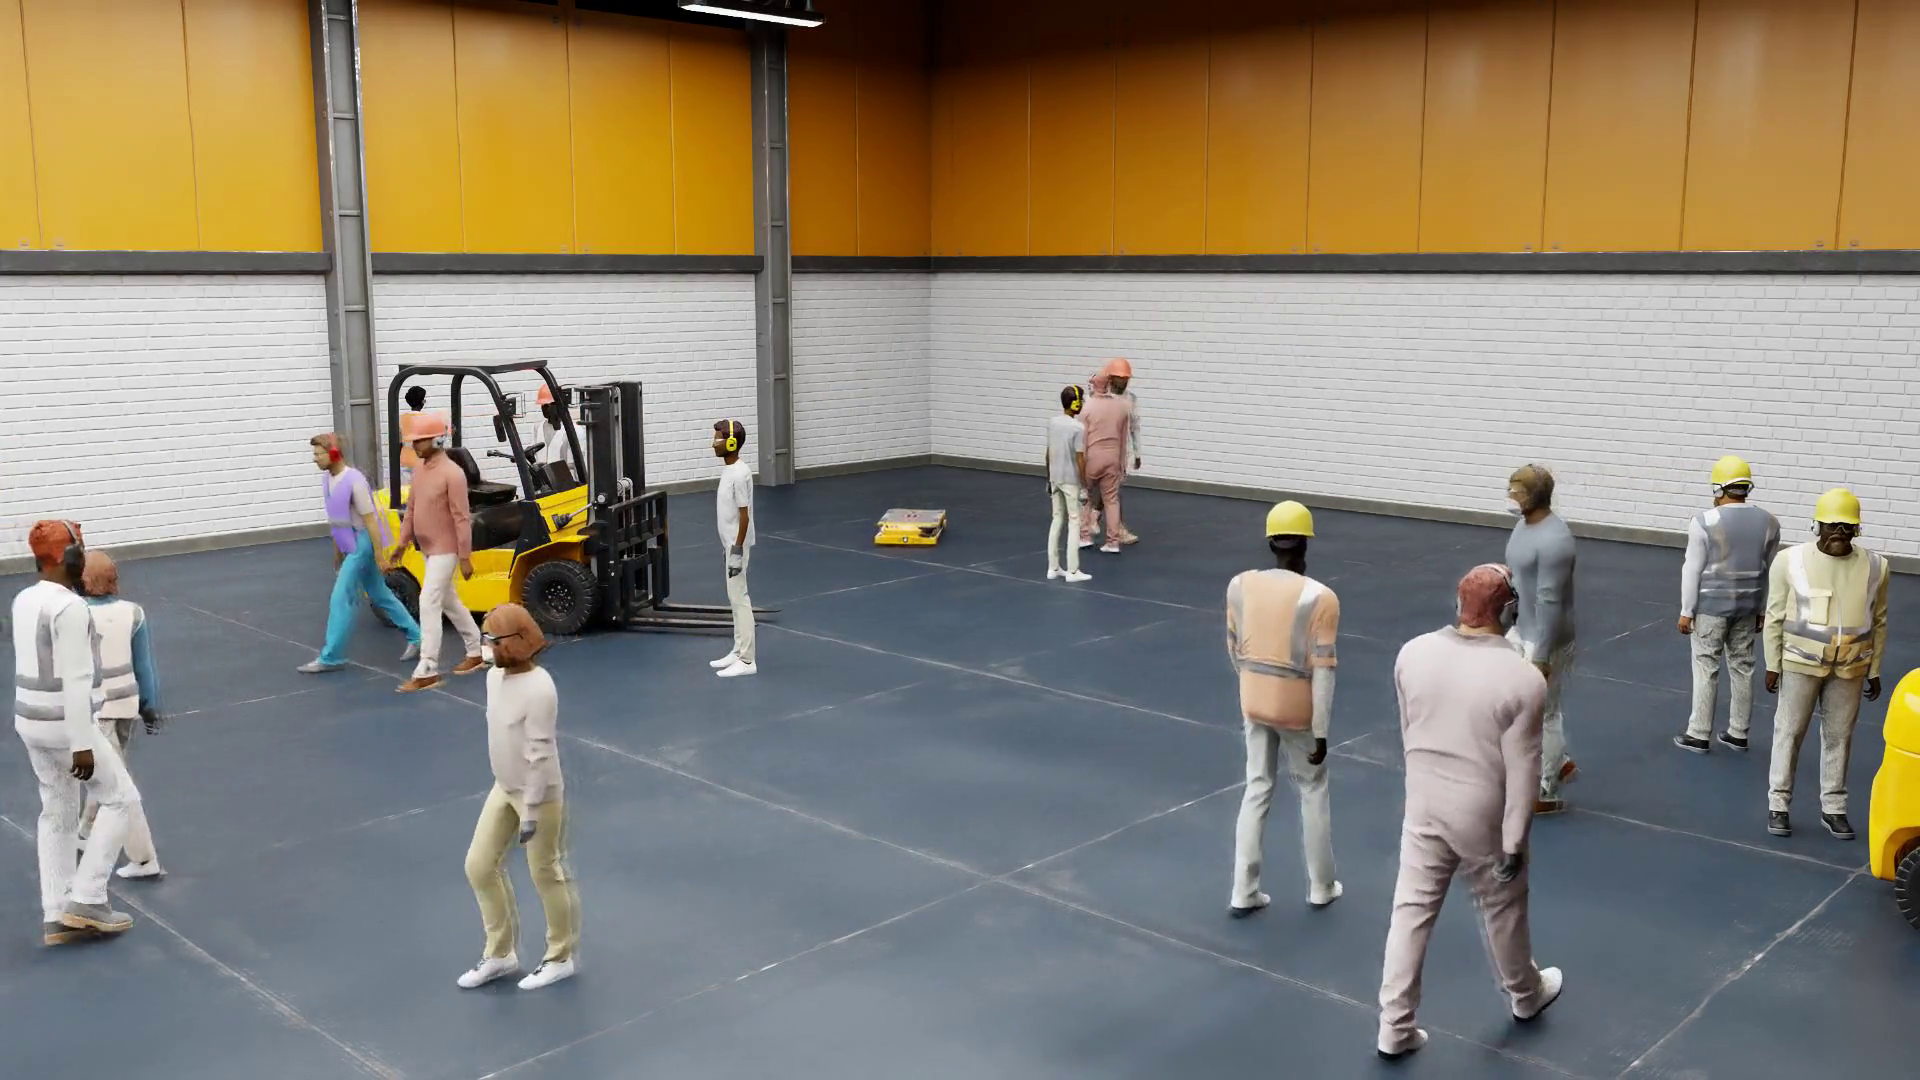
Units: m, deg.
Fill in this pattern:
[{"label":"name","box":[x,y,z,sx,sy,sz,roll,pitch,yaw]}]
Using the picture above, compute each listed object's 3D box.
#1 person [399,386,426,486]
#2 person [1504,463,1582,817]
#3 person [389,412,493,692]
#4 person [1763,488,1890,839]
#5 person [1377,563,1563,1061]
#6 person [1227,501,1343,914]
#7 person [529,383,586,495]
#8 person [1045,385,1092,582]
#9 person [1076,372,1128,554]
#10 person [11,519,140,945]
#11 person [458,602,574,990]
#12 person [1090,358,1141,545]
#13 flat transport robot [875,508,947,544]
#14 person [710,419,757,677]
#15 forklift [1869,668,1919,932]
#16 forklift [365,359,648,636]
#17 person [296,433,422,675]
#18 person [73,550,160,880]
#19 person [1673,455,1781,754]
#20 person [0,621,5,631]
[{"label":"person","box":[-5.864,-0.821,18.019,0.532,1.694,0.320,3,10,18]},{"label":"person","box":[3.093,0.546,8.920,0.429,1.924,0.653,0,9,-1]},{"label":"person","box":[-3.695,0.068,11.861,0.854,1.970,0.615,-8,12,-40]},{"label":"person","box":[4.485,0.639,8.633,0.590,1.833,0.404,2,9,10]},{"label":"person","box":[1.954,1.007,6.300,0.998,1.860,0.664,-9,13,-42]},{"label":"person","box":[1.470,0.771,7.647,0.606,1.897,0.661,8,12,40]},{"label":"person","box":[-3.643,-0.449,14.982,0.551,1.936,0.356,3,10,20]},{"label":"person","box":[1.012,-0.533,15.752,0.342,1.860,0.530,-8,13,-42]},{"label":"person","box":[1.434,-0.798,17.318,0.660,1.873,0.708,-5,11,-28]},{"label":"person","box":[-3.903,0.838,7.311,0.613,1.862,0.489,8,12,39]},{"label":"person","box":[-1.827,1.060,6.724,0.502,1.615,0.558,9,13,43]},{"label":"person","box":[1.652,-0.989,18.124,0.620,2.006,1.025,-5,11,-30]},{"label":"flat transport robot","box":[-0.528,-0.160,18.303,0.652,0.197,1.431,1,9,4]},{"label":"person","box":[-1.656,0.059,12.089,0.329,1.867,0.511,-2,10,-15]},{"label":"forklift","box":[5.205,0.723,7.013,2.313,2.155,1.214,9,13,43]},{"label":"forklift","box":[-3.850,-0.407,13.936,2.313,2.155,1.214,2,9,11]},{"label":"person","box":[-4.398,0.079,12.283,0.984,1.778,0.562,-6,11,-34]},{"label":"person","box":[-4.225,0.845,8.087,0.832,1.593,0.525,3,10,20]},{"label":"person","box":[4.663,0.397,10.149,0.595,1.826,0.403,-2,9,-11]},{"label":"person","box":[-8.263,-0.122,13.137,1.020,1.894,0.631,-6,11,-34]}]
